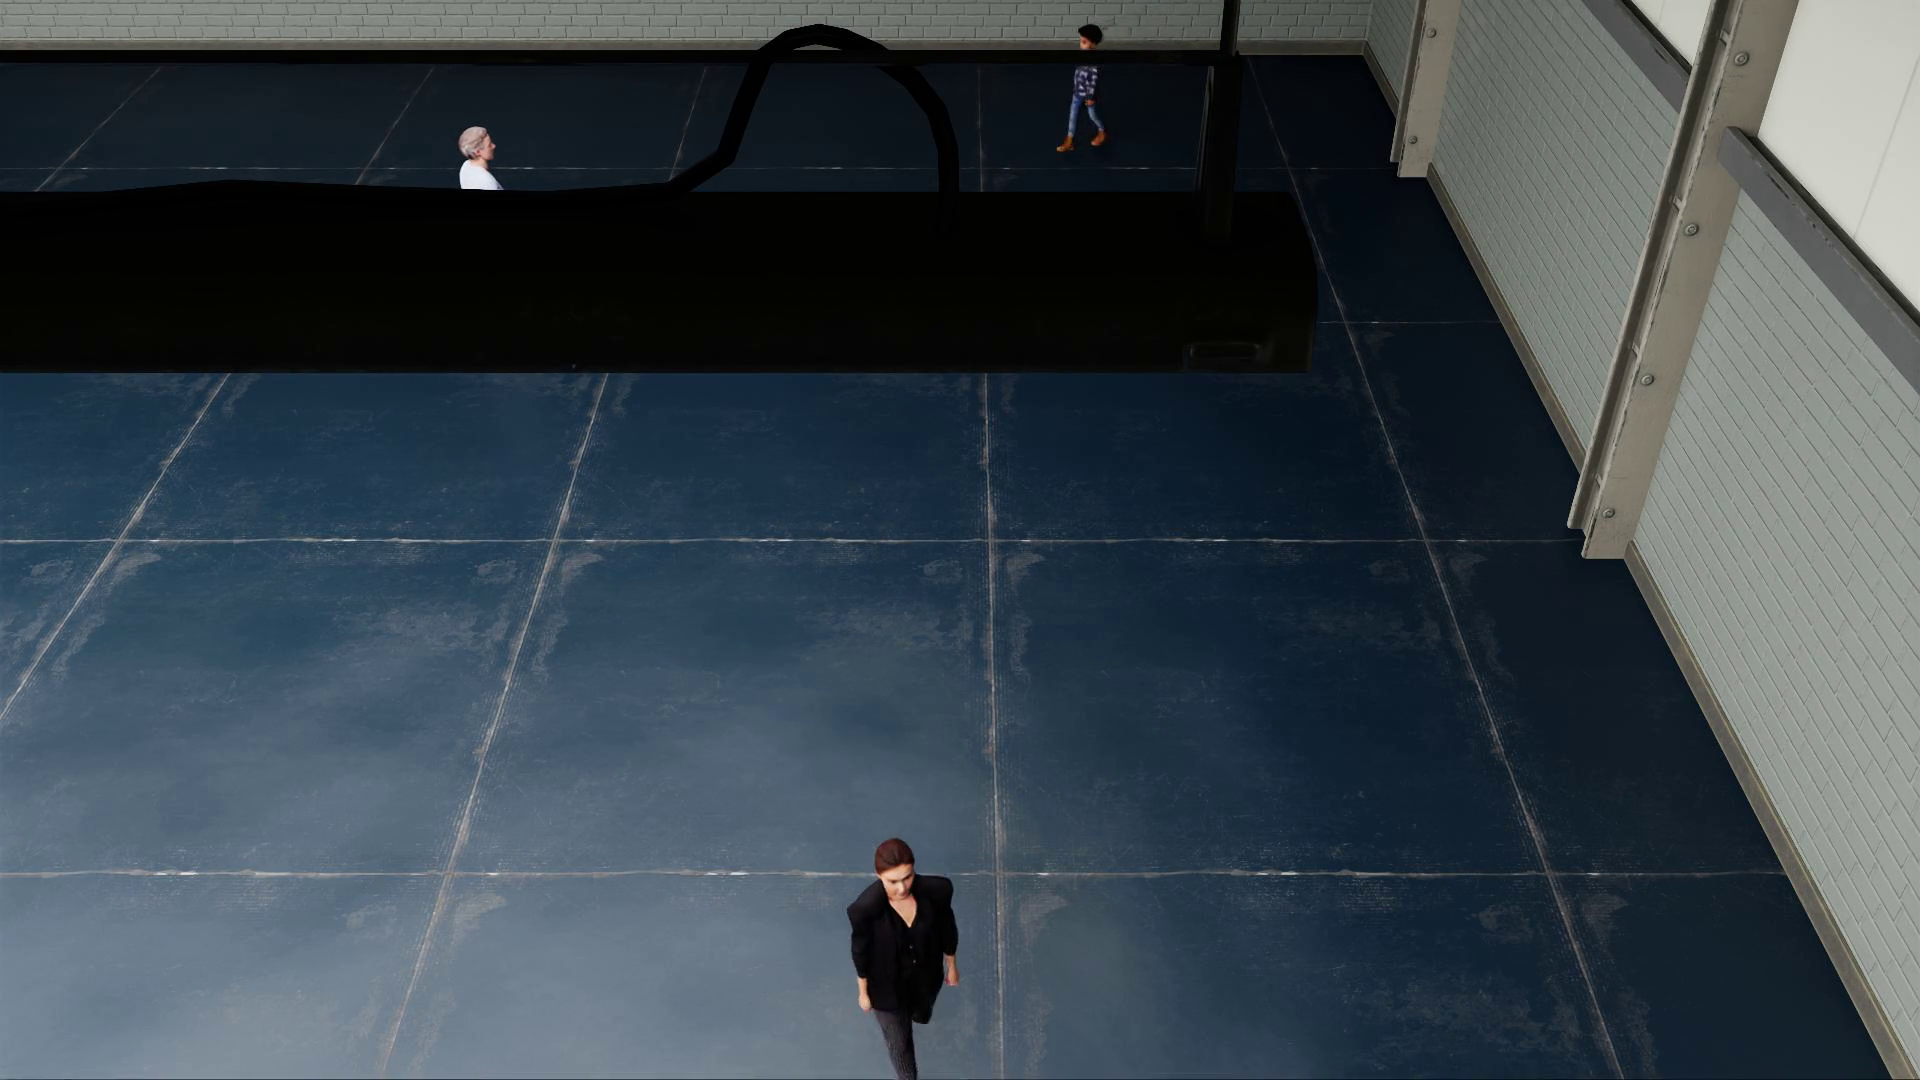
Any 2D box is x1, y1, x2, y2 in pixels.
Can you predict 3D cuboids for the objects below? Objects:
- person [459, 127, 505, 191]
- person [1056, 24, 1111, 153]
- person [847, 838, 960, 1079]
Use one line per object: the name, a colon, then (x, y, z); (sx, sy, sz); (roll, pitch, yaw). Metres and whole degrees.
person: (-3.616, -2.310, 12.919); (0.806, 1.894, 0.698); (-20, 42, -24)
person: (1.275, -4.400, 16.218); (0.843, 1.227, 0.845); (-23, 43, -27)
person: (-0.285, 1.906, 7.540); (0.890, 1.693, 1.079); (-14, 40, -18)
